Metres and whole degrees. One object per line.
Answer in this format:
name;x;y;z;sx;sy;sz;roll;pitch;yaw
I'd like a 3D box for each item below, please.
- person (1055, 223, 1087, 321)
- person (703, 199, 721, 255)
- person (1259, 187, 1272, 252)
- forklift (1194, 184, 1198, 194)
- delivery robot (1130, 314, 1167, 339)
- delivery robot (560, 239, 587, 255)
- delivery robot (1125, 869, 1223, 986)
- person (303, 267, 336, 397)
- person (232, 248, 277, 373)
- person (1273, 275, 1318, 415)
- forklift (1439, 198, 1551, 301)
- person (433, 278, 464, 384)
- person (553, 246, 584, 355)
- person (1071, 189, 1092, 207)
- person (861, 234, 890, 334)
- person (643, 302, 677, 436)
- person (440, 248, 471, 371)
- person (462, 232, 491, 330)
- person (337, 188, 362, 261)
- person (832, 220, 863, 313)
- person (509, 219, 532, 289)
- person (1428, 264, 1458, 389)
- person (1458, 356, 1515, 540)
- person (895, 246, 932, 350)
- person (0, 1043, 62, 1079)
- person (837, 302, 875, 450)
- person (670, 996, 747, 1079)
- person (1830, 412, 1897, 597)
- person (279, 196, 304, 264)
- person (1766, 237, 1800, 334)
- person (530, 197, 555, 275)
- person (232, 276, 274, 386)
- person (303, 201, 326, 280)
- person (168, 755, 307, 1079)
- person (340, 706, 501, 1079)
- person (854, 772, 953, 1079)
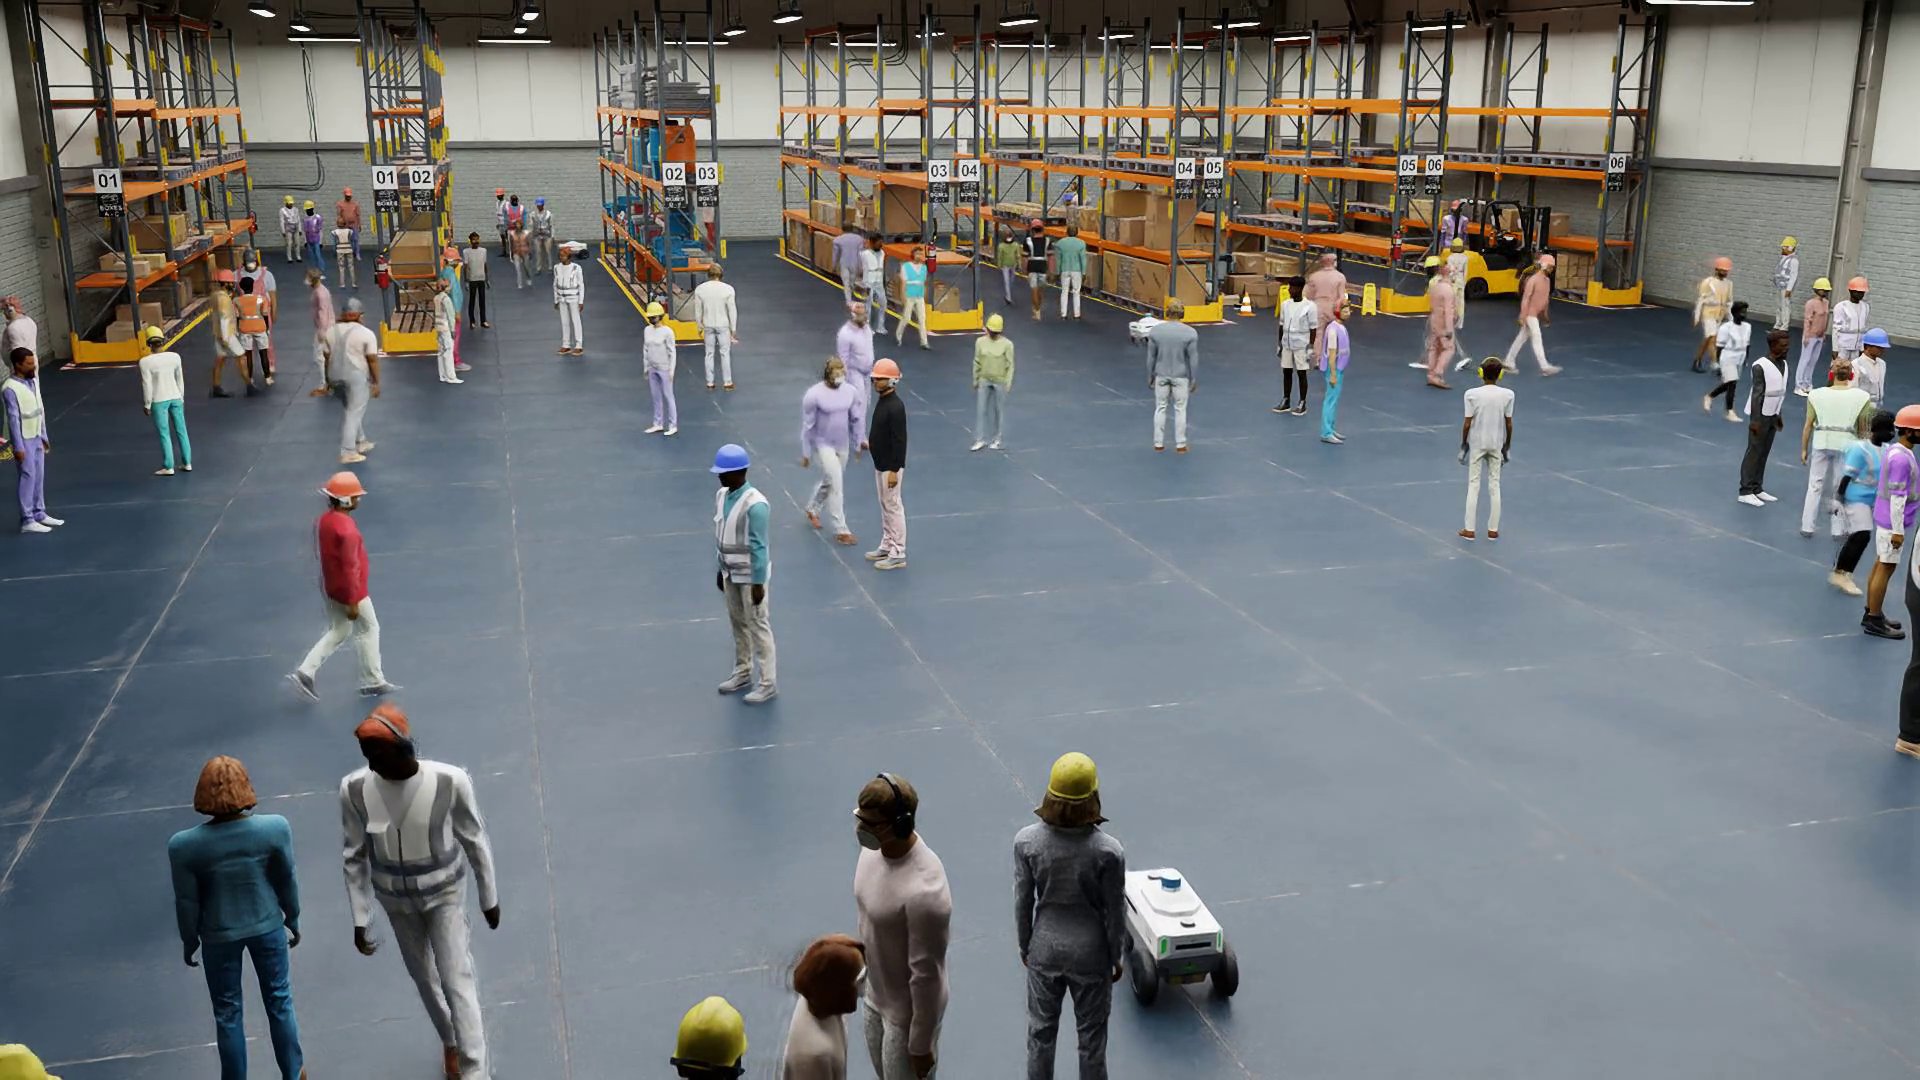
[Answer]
person;2.225;-5.350;33.268;0.635;1.936;0.354;4;16;16
person;-7.058;-9.085;47.290;0.640;1.948;0.573;-14;21;-43
person;8.739;-9.210;47.850;0.438;1.909;0.592;0;15;-1
forklift;7.392;-11.333;53.972;1.873;2.768;1.129;-4;15;-15
delivery robot;3.413;-3.853;30.103;0.707;0.478;0.477;-10;18;-33
delivery robot;-10.720;-8.101;46.089;0.707;0.478;0.477;-8;17;-28
delivery robot;1.061;1.912;8.411;0.477;0.478;0.707;-3;15;-11
person;-9.588;-3.120;24.926;0.473;1.920;0.666;-6;16;-23
person;-11.408;-3.709;26.895;0.684;2.000;0.535;-4;15;-14
person;4.716;-2.739;23.389;0.361;1.962;0.613;-13;20;-41
forklift;11.913;-6.508;37.130;2.313;2.155;1.214;-4;15;-15
person;-8.036;-3.264;25.993;0.312;1.638;0.512;-13;20;-40
person;-6.787;-4.148;28.846;0.583;1.882;0.337;6;16;21
person;3.552;-9.468;48.966;0.626;1.841;0.429;0;15;0
person;-1.579;-4.800;31.292;0.716;1.881;0.637;13;20;40
person;-3.984;-2.261;21.977;0.533;1.765;0.331;10;18;33
person;-8.288;-3.776;27.237;0.396;1.990;0.622;-9;17;-29
person;-9.321;-5.007;32.108;0.534;1.868;0.310;-13;20;-40
person;-16.678;-8.616;45.471;0.613;1.986;0.406;-8;17;-27
person;-2.333;-5.712;34.726;0.645;1.897;1.004;-4;15;-14
person;-10.324;-6.753;39.171;0.523;1.616;0.719;-1;15;-6
person;7.443;-3.282;25.573;0.399;1.896;0.665;-1;15;-4
person;5.287;-0.920;16.735;0.507;1.868;0.329;1;15;5
person;-0.831;-4.311;29.570;0.600;1.822;0.769;-10;18;-33
person;-2.702;2.275;4.835;0.613;1.809;0.433;8;17;27
person;-1.370;-2.096;21.123;0.697;1.886;0.658;7;16;24
person;-0.743;2.223;5.101;0.533;1.767;0.325;0;15;1
person;8.110;-0.319;14.841;0.591;1.660;0.553;-7;17;-26
person;-18.005;-8.348;44.784;0.405;1.822;0.598;9;18;32
person;15.526;-4.781;31.326;0.404;1.832;0.596;2;15;6
person;-10.516;-7.641;41.868;0.615;1.945;0.404;-1;15;-2
person;-10.937;-3.221;25.719;0.529;1.695;0.321;-5;16;-18
person;-15.905;-7.363;40.882;0.588;1.918;0.391;7;16;25
person;-3.133;1.717;7.258;0.502;1.633;0.280;-8;17;-29
person;-2.363;1.603;7.282;0.632;1.843;0.706;0;15;2
person;-0.231;1.793;6.407;0.374;1.933;0.625;-6;16;-22
